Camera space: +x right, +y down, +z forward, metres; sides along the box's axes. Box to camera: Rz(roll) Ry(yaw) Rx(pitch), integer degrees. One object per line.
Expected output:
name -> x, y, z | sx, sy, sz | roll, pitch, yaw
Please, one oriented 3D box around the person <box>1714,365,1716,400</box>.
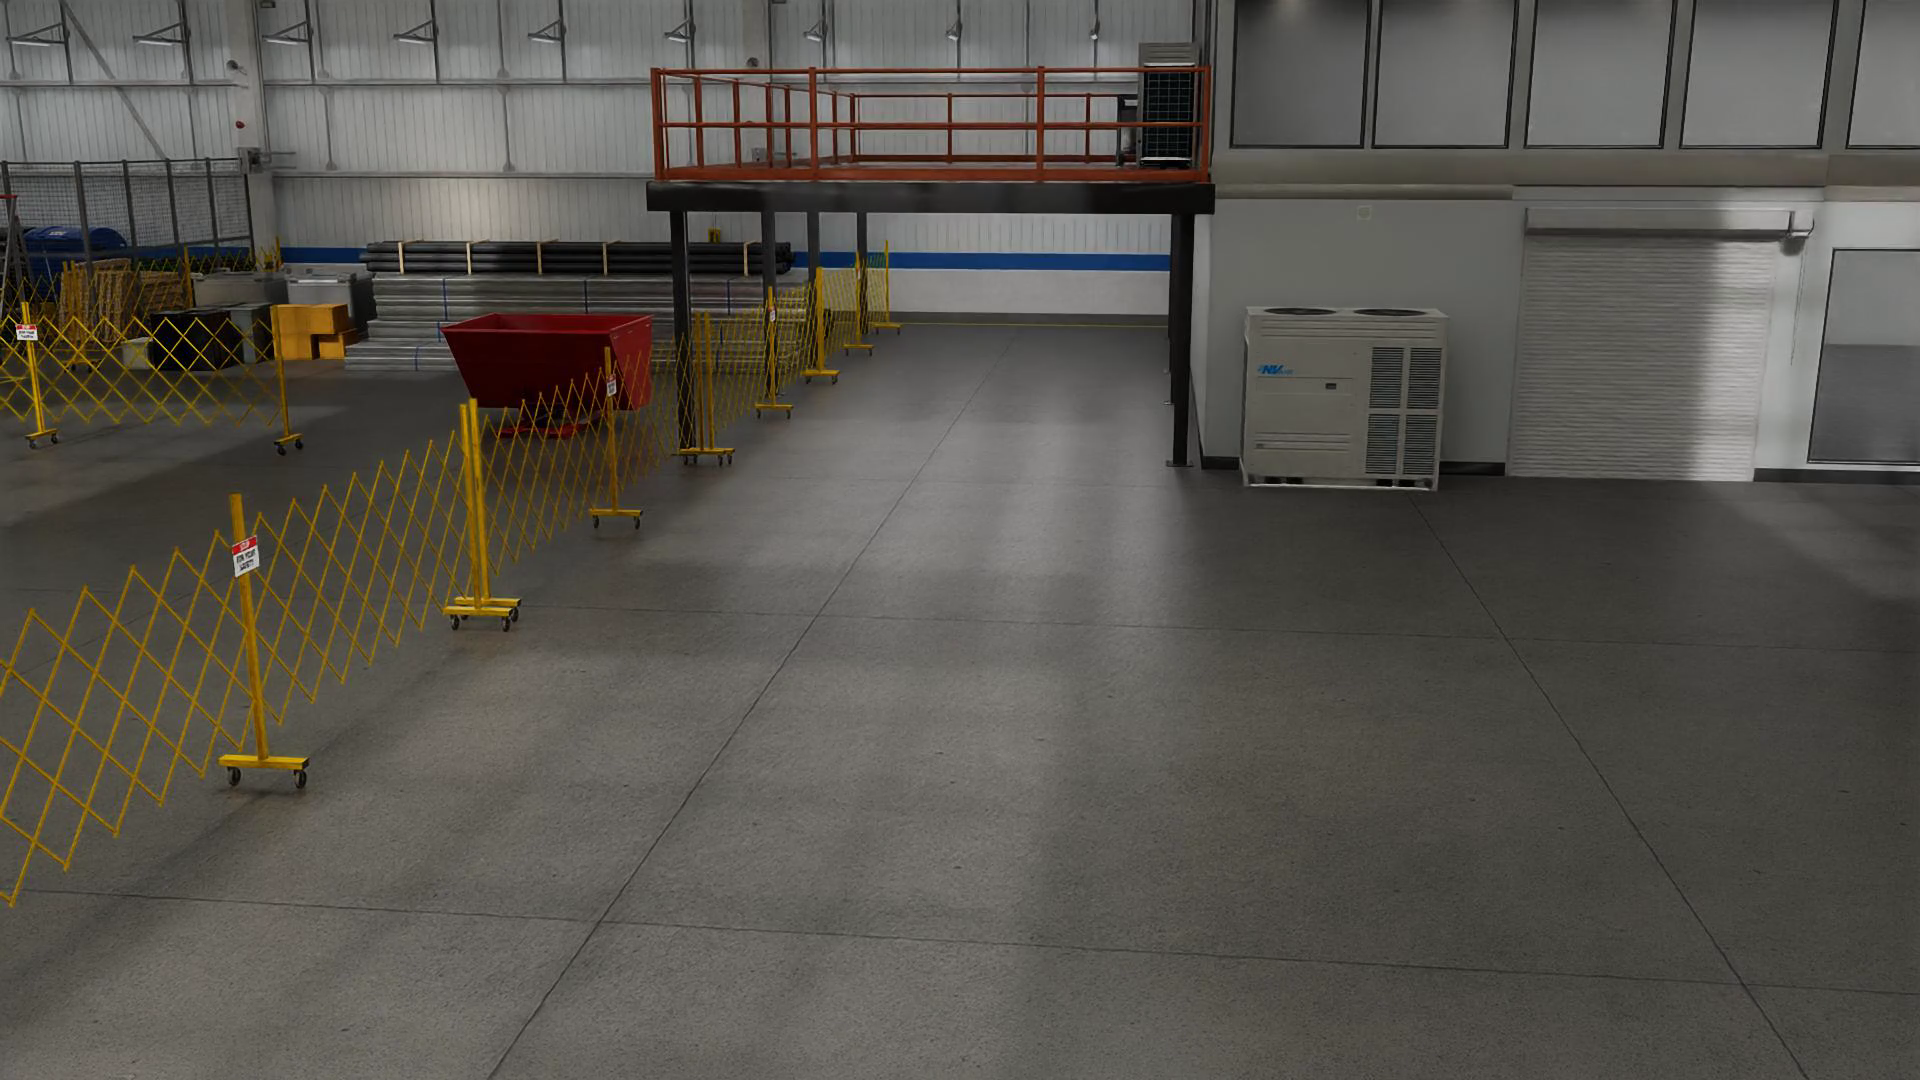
person -> 8.116, -1.653, 18.113 | 0.286, 1.636, 0.499 | -6, 15, -23
